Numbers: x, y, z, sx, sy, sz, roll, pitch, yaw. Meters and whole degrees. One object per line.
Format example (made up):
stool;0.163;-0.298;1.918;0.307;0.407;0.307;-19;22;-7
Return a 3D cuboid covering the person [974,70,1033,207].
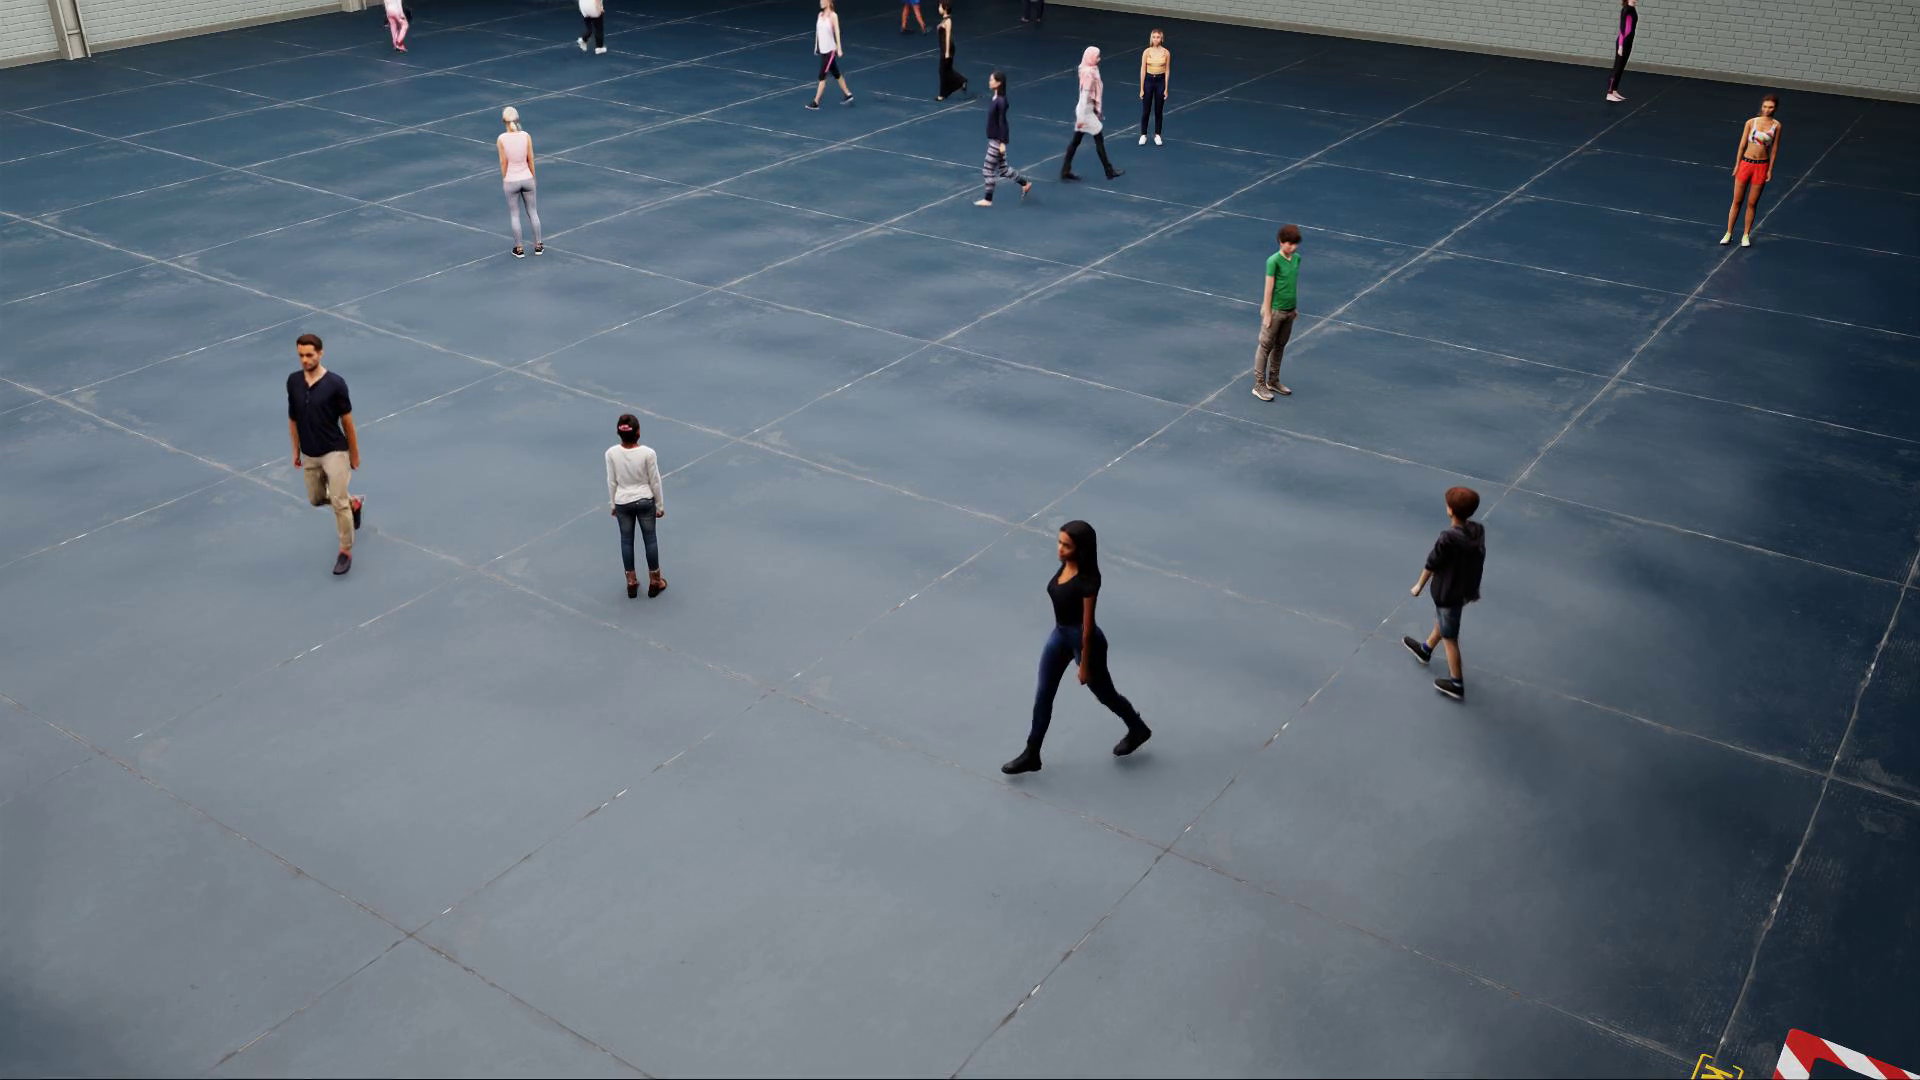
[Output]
person;0.575;-5.104;21.178;1.057;1.710;1.012;-4;27;-7

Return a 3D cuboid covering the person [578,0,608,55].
person;-6.673;-9.602;29.953;0.644;1.674;0.749;18;32;31

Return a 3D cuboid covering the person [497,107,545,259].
person;-5.127;-4.162;19.334;0.594;1.725;0.694;-12;30;-22

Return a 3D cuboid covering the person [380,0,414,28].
person;-10.572;-10.413;30.869;0.686;1.699;0.892;17;32;30

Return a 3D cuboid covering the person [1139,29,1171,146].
person;2.816;-6.572;24.119;0.651;1.629;0.672;2;27;3

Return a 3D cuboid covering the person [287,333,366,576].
person;-4.721;-0.693;12.470;0.907;1.841;1.094;4;27;7

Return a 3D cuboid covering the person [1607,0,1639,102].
person;10.656;-7.959;26.679;0.630;1.752;0.521;21;34;35

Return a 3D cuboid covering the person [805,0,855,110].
person;-1.990;-7.658;26.105;1.234;1.741;0.828;-22;35;-36

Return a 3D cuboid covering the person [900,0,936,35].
person;-0.997;-10.547;31.689;0.826;1.766;0.991;12;30;22

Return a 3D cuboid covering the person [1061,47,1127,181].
person;1.585;-5.642;22.165;1.130;1.763;1.126;-2;27;-4

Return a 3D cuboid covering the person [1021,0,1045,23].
person;1.463;-11.230;32.923;0.750;1.851;0.824;-6;28;-12

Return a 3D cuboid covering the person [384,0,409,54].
person;-10.290;-9.567;30.138;0.608;1.444;0.609;12;29;22

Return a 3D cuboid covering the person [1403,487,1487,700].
person;3.267;0.373;10.863;0.898;1.416;0.802;-18;32;-30

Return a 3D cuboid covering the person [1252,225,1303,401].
person;2.961;-2.150;15.505;0.571;1.652;0.702;-19;33;-32

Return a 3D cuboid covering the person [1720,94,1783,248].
person;9.401;-4.389;19.704;0.612;1.788;0.595;13;30;23

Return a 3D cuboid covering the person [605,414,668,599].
person;-2.361;-0.269;12.070;0.600;1.454;0.631;0;27;-1

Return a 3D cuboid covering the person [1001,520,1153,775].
person;0.807;0.663;10.003;1.248;1.688;1.023;-10;29;-19

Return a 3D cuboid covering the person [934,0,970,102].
person;-0.136;-7.823;26.590;0.910;1.589;0.865;-3;27;-6
